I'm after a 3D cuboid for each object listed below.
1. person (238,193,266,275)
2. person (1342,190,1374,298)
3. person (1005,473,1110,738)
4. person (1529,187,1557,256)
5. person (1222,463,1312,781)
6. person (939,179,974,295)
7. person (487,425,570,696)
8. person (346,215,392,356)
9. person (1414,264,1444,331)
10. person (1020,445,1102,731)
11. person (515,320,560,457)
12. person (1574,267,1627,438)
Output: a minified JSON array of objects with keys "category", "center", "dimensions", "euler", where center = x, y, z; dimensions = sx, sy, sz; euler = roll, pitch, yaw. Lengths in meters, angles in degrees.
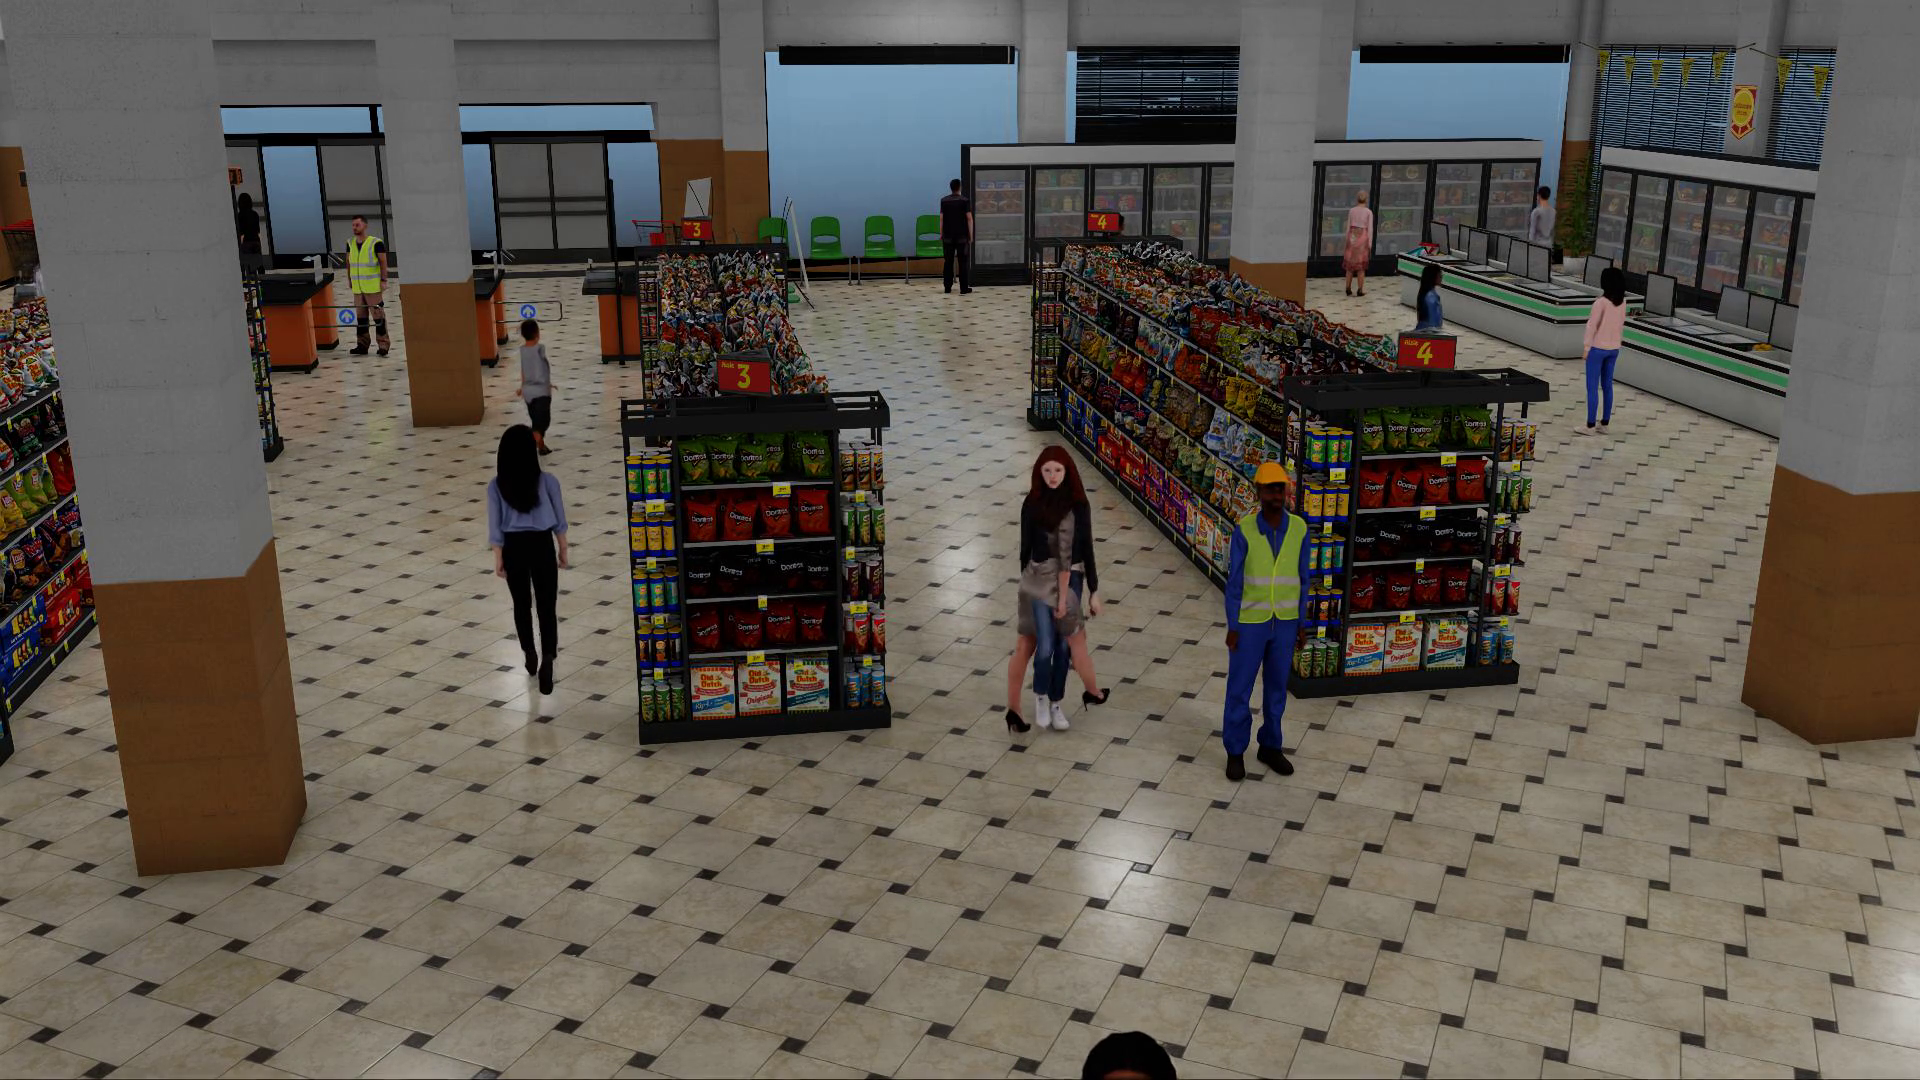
[{"category":"person","center":[-11.506,-4.800,26.983],"dimensions":[0.713,1.641,0.631],"euler":[9,19,28]},{"category":"person","center":[6.430,-4.794,26.880],"dimensions":[0.700,1.690,0.737],"euler":[8,19,24]},{"category":"person","center":[0.453,0.365,9.884],"dimensions":[1.046,1.693,1.030],"euler":[15,23,41]},{"category":"person","center":[9.033,-4.508,25.704],"dimensions":[0.800,1.825,1.039],"euler":[-7,18,-22]},{"category":"person","center":[1.725,0.449,9.401],"dimensions":[0.653,1.812,0.566],"euler":[-3,17,-11]},{"category":"person","center":[-0.071,-4.969,27.187],"dimensions":[0.811,1.845,0.775],"euler":[5,18,16]},{"category":"person","center":[-2.723,0.157,10.526],"dimensions":[0.717,1.717,1.112],"euler":[-4,17,-14]},{"category":"person","center":[-7.802,-3.354,21.871],"dimensions":[0.801,1.845,0.815],"euler":[2,17,8]},{"category":"person","center":[4.989,-2.146,18.184],"dimensions":[0.982,1.675,1.165],"euler":[3,17,10]},{"category":"person","center":[0.559,0.276,10.032],"dimensions":[0.595,1.776,0.600],"euler":[-3,17,-9]},{"category":"person","center":[-4.206,-1.490,16.440],"dimensions":[0.775,1.432,1.058],"euler":[3,17,11]},{"category":"person","center":[6.769,-1.982,17.486],"dimensions":[0.690,1.767,0.625],"euler":[-7,18,-23]}]
